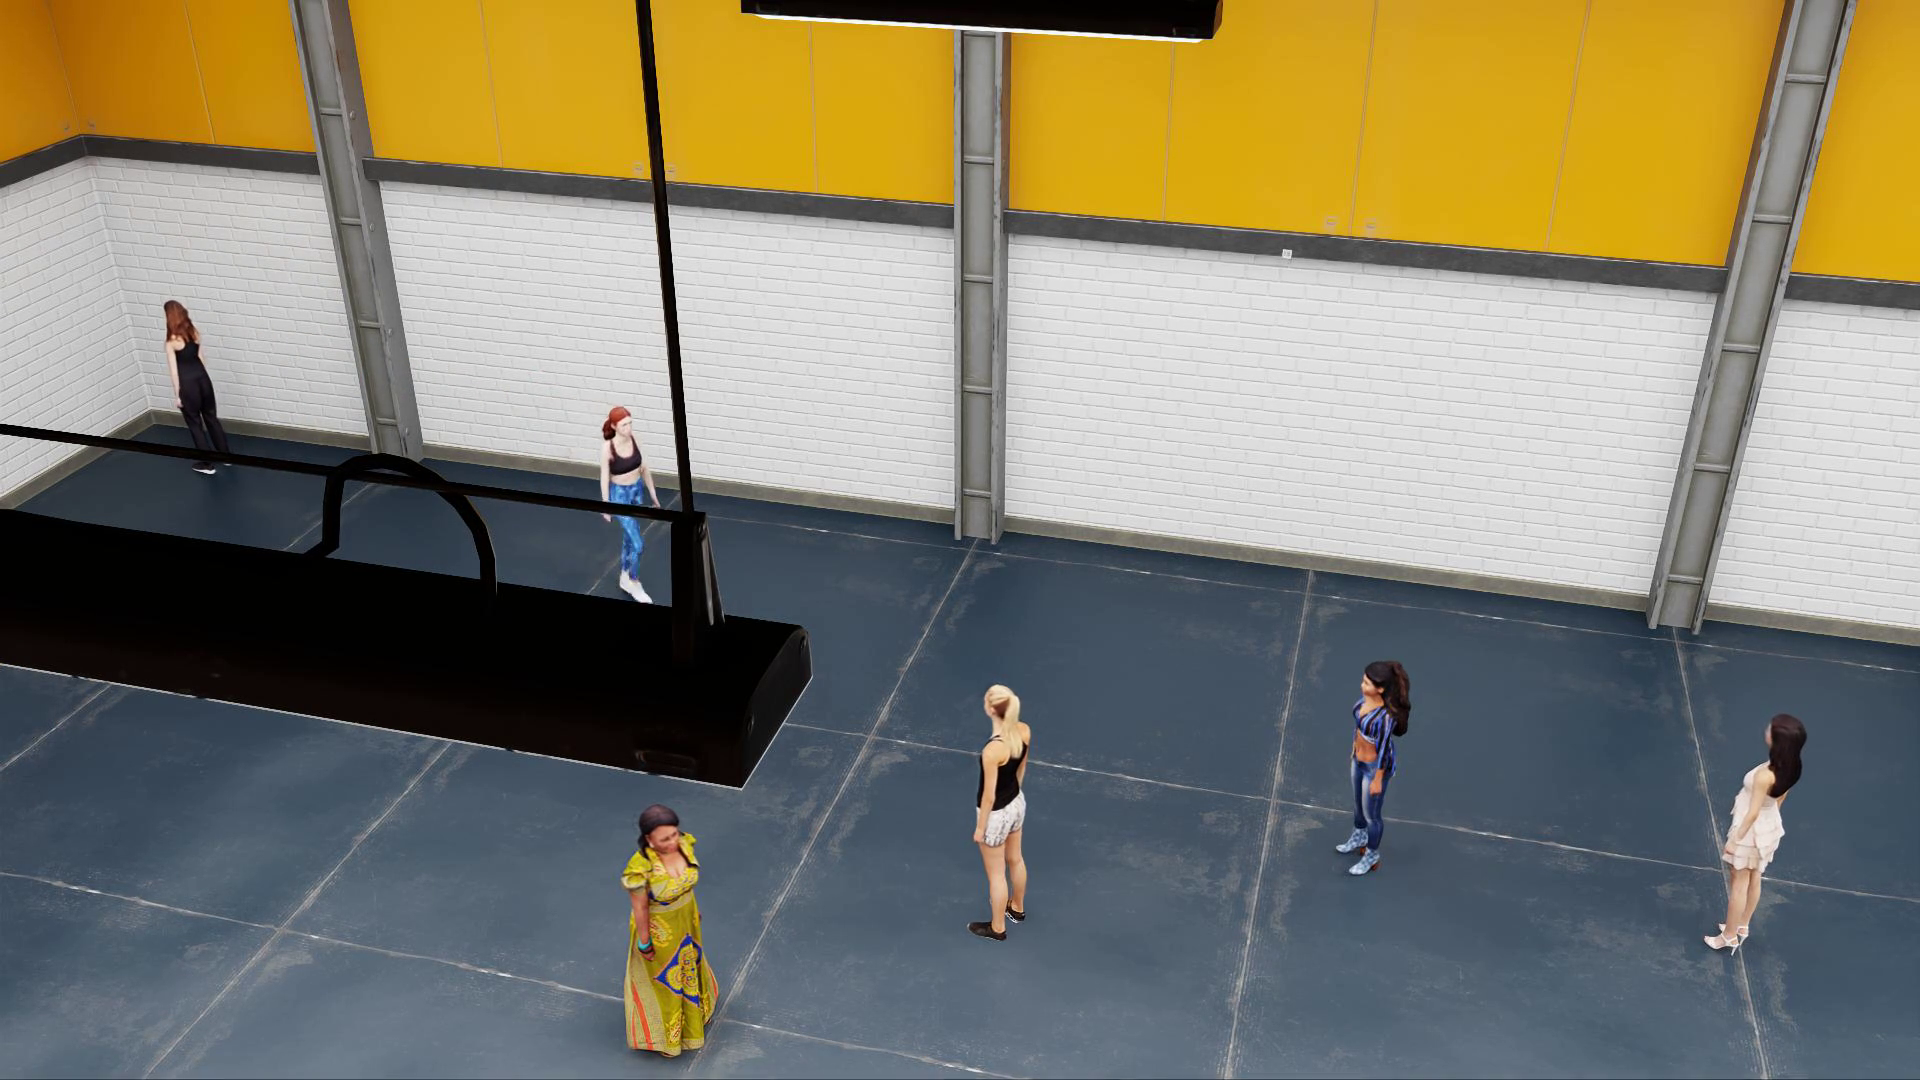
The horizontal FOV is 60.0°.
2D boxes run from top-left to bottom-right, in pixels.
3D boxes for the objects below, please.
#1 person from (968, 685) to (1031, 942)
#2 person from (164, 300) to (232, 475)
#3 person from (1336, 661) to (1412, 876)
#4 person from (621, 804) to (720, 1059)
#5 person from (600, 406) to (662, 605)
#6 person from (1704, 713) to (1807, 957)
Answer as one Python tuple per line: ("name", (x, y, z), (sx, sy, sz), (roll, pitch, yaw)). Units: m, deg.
("person", (0.260, 1.662, 10.235), (0.644, 1.845, 0.674), (19, 34, 31))
("person", (-7.407, -1.488, 16.117), (0.553, 1.743, 0.602), (12, 31, 20))
("person", (2.678, 1.469, 10.826), (0.683, 1.619, 0.694), (-4, 29, -7))
("person", (-1.668, 2.186, 9.478), (0.893, 1.660, 0.940), (16, 33, 27))
("person", (-2.847, -0.321, 13.963), (0.828, 1.767, 0.726), (20, 34, 32))
("person", (4.843, 1.792, 10.109), (0.658, 1.738, 0.698), (-20, 34, -32))
